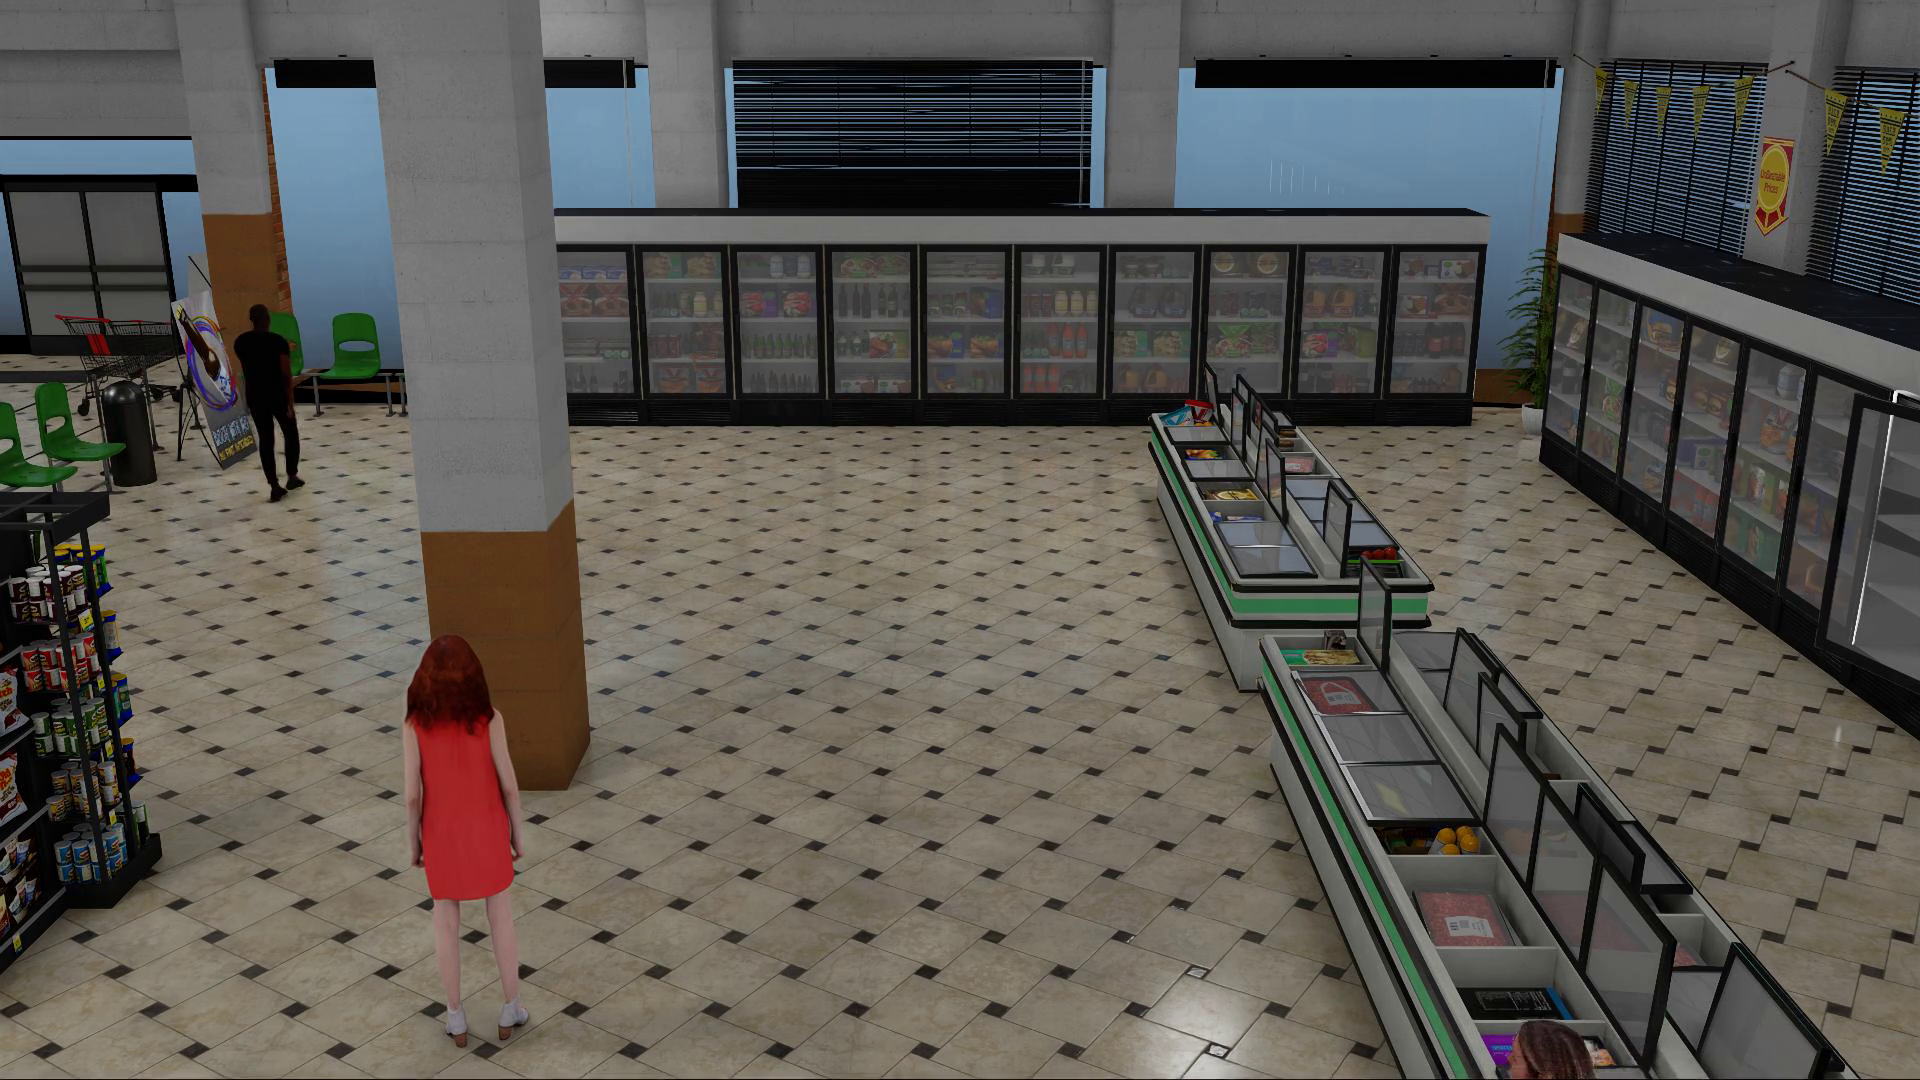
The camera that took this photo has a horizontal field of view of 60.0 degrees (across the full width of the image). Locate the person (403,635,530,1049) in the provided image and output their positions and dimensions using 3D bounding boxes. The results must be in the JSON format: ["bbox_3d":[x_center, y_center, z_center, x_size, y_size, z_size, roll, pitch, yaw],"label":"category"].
[{"bbox_3d":[-2.077,1.266,6.982,0.649,1.827,0.577,-4,17,-12],"label":"person"}]

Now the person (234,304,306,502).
[{"bbox_3d":[-6.381,-1.241,15.274,0.677,1.805,0.767,-1,17,-3],"label":"person"}]
